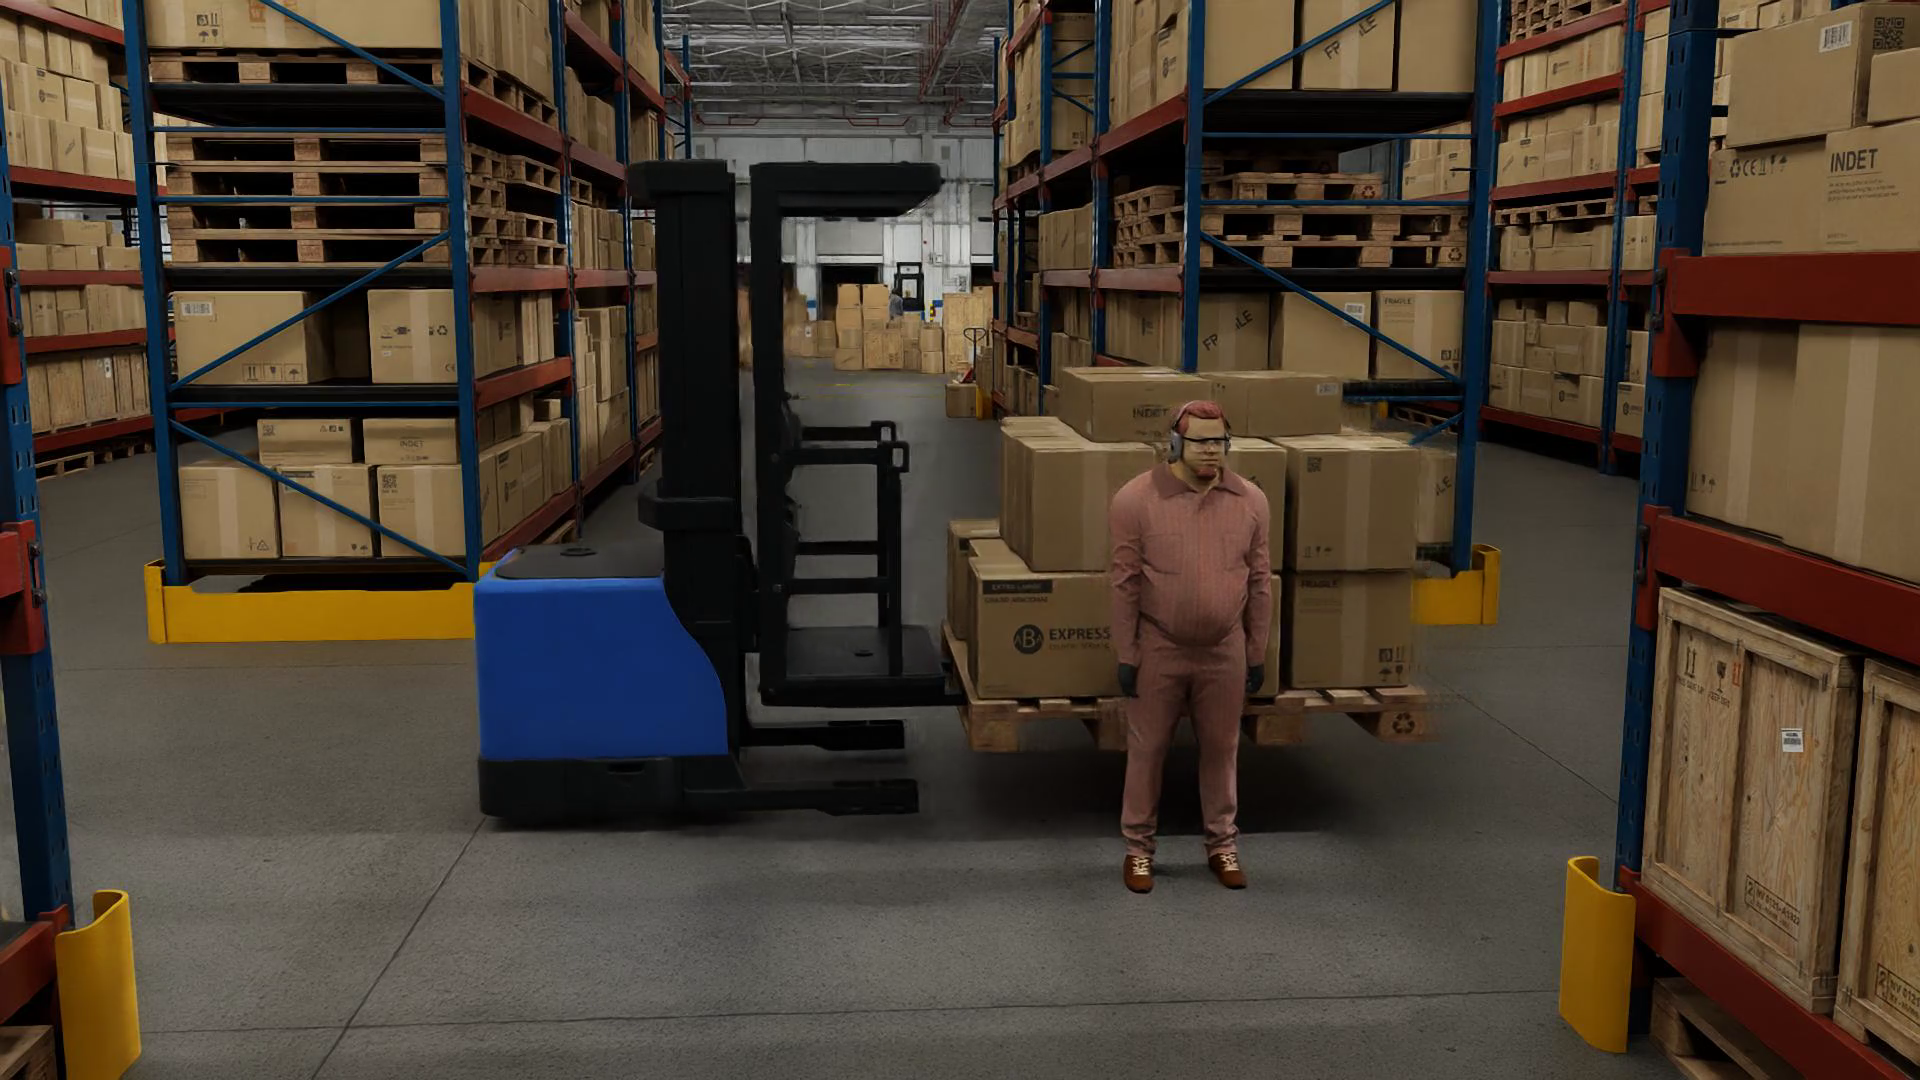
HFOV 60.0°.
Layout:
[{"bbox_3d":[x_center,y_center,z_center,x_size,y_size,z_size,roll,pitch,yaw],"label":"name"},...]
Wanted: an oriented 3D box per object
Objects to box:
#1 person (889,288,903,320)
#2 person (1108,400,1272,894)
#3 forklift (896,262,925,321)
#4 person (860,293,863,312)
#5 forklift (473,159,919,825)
[{"bbox_3d":[-2.280,-7.793,57.762,0.641,1.927,0.382,2,9,14],"label":"person"},{"bbox_3d":[0.885,0.414,6.338,0.635,1.899,0.397,-1,9,-7],"label":"person"},{"bbox_3d":[-1.829,-8.659,60.204,1.129,2.768,1.873,-1,9,-4],"label":"forklift"},{"bbox_3d":[-3.790,-8.491,62.908,0.660,1.679,0.539,0,9,2],"label":"person"},{"bbox_3d":[-1.163,-0.251,7.408,1.873,2.768,1.129,-1,9,-5],"label":"forklift"}]
